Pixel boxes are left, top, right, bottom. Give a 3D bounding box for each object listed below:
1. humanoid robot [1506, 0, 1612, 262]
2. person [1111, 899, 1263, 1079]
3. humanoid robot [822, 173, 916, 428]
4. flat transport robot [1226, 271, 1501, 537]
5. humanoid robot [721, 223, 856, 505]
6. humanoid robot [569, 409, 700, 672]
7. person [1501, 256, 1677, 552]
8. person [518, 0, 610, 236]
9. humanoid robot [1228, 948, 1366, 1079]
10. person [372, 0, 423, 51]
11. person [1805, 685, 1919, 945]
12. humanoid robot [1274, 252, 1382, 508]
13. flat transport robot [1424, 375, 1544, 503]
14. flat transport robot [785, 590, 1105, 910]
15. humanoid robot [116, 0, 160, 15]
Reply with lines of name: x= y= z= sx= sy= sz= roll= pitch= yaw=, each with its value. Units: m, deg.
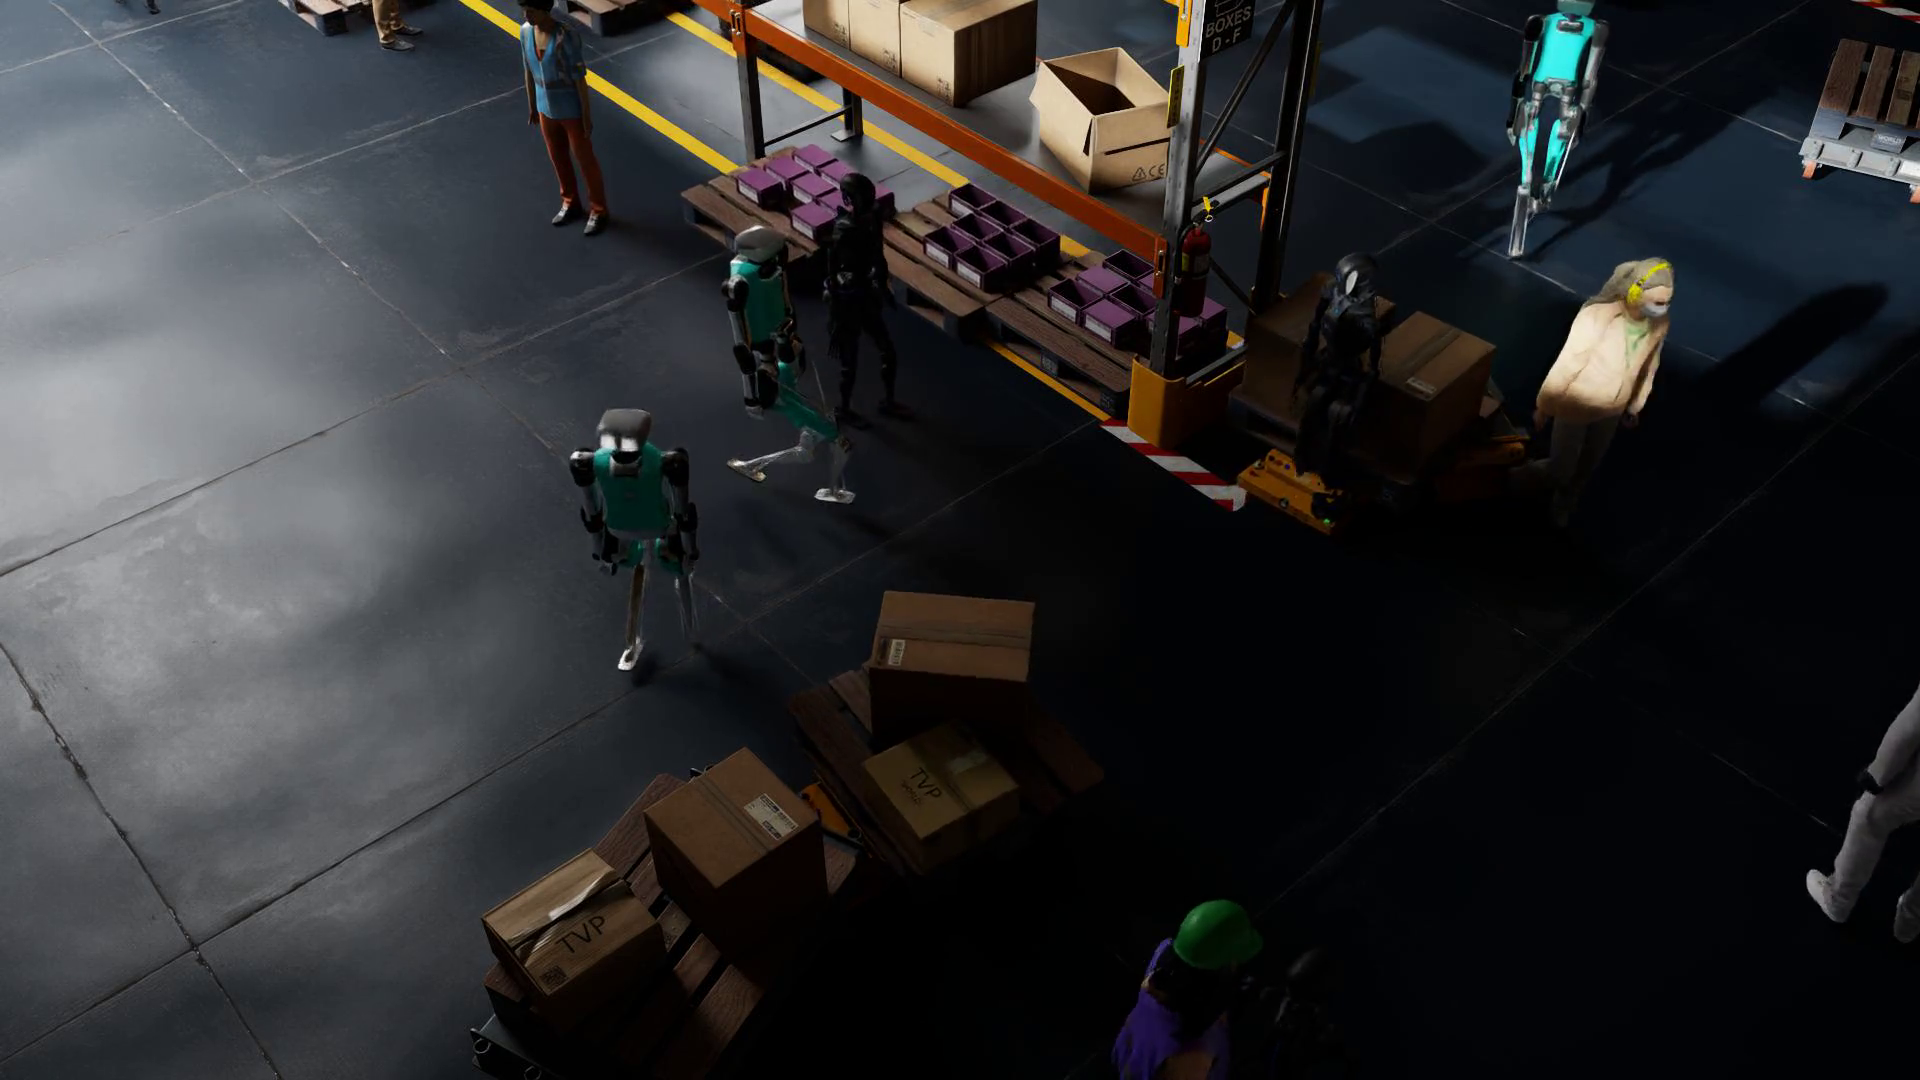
humanoid robot: x=3.839 y=-2.594 z=10.876 sx=0.533 sy=1.775 sz=1.024 roll=9 pitch=43 yaw=10
person: x=0.685 y=1.937 z=5.791 sx=0.562 sy=1.892 sz=0.638 roll=4 pitch=43 yaw=4
humanoid robot: x=-0.540 y=-1.332 z=9.500 sx=0.465 sy=1.645 sz=0.616 roll=20 pitch=46 yaw=21
flat transport robot: x=2.308 y=-0.572 z=9.717 sx=0.659 sy=0.231 sz=1.431 roll=32 pitch=52 yaw=30
humanoid robot: x=-0.854 y=-0.860 z=8.962 sx=1.042 sy=1.744 sz=0.558 roll=17 pitch=45 yaw=18
humanoid robot: x=-1.505 y=-0.035 z=8.085 sx=0.536 sy=1.820 sz=0.756 roll=-2 pitch=43 yaw=-2
person: x=3.307 y=-0.730 z=8.718 sx=0.597 sy=1.855 sz=0.488 roll=-13 pitch=44 yaw=-13
person: x=-2.678 y=-2.891 z=11.139 sx=0.503 sy=1.758 sz=0.334 roll=17 pitch=45 yaw=18
humanoid robot: x=1.116 y=2.015 z=5.868 sx=0.612 sy=1.638 sz=0.390 roll=28 pitch=50 yaw=27
person: x=-4.603 y=-4.760 z=13.183 sx=0.345 sy=1.745 sz=0.557 roll=-3 pitch=43 yaw=-3
person: x=4.081 y=0.970 z=6.853 sx=0.657 sy=1.884 sz=0.430 roll=2 pitch=43 yaw=2
humanoid robot: x=1.988 y=-0.790 z=8.914 sx=0.412 sy=1.655 sz=0.609 roll=-18 pitch=45 yaw=-18
flat transport robot: x=2.898 y=-0.775 z=9.937 sx=0.659 sy=0.231 sz=1.431 roll=-6 pitch=43 yaw=-7
flat transport robot: x=-0.133 y=1.166 z=7.827 sx=1.431 sy=0.231 sz=0.659 roll=-24 pitch=48 yaw=-24
humanoid robot: x=-7.065 y=-5.213 z=13.736 sx=0.603 sy=1.634 sz=0.648 roll=-28 pitch=50 yaw=-27
